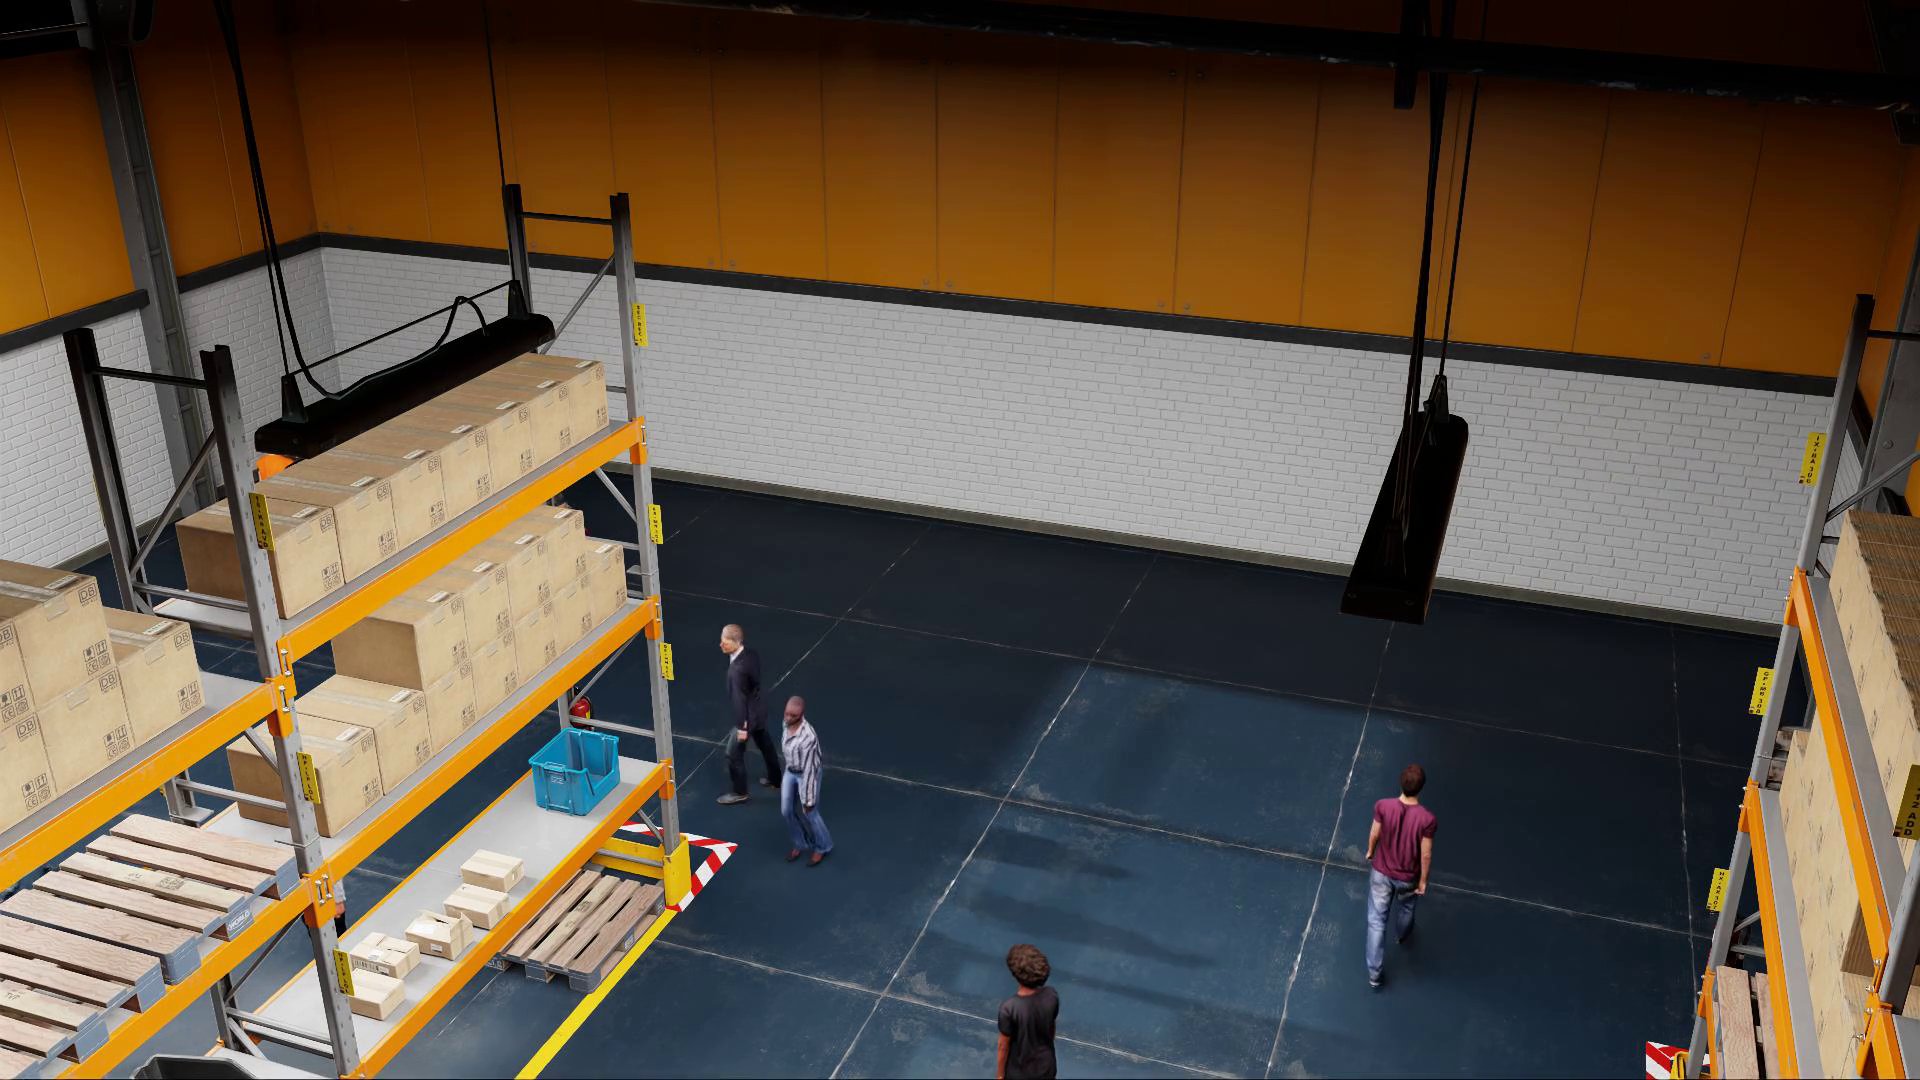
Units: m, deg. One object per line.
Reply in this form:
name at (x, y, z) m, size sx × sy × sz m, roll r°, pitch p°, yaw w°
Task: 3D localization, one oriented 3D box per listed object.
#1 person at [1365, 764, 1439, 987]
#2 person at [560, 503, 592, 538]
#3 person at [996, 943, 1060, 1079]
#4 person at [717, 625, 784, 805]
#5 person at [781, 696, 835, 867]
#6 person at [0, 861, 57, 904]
person at (3.382, 2.631, 12.974) m, size 0.700 × 1.804 × 1.142 m, roll 9°, pitch 25°, yaw 21°
person at (-4.239, 0.393, 18.248) m, size 0.866 × 1.681 × 0.909 m, roll -15°, pitch 28°, yaw -30°
person at (0.455, 3.473, 11.080) m, size 0.687 × 1.779 × 0.769 m, roll -15°, pitch 28°, yaw -30°
person at (-1.901, 1.598, 15.356) m, size 0.998 × 1.789 × 0.883 m, roll 5°, pitch 24°, yaw 11°
person at (-1.308, 2.063, 14.336) m, size 0.864 × 1.755 × 0.808 m, roll -14°, pitch 27°, yaw -29°
person at (-7.927, 2.523, 14.004) m, size 0.655 × 1.177 × 0.883 m, roll 17°, pitch 29°, yaw 34°
